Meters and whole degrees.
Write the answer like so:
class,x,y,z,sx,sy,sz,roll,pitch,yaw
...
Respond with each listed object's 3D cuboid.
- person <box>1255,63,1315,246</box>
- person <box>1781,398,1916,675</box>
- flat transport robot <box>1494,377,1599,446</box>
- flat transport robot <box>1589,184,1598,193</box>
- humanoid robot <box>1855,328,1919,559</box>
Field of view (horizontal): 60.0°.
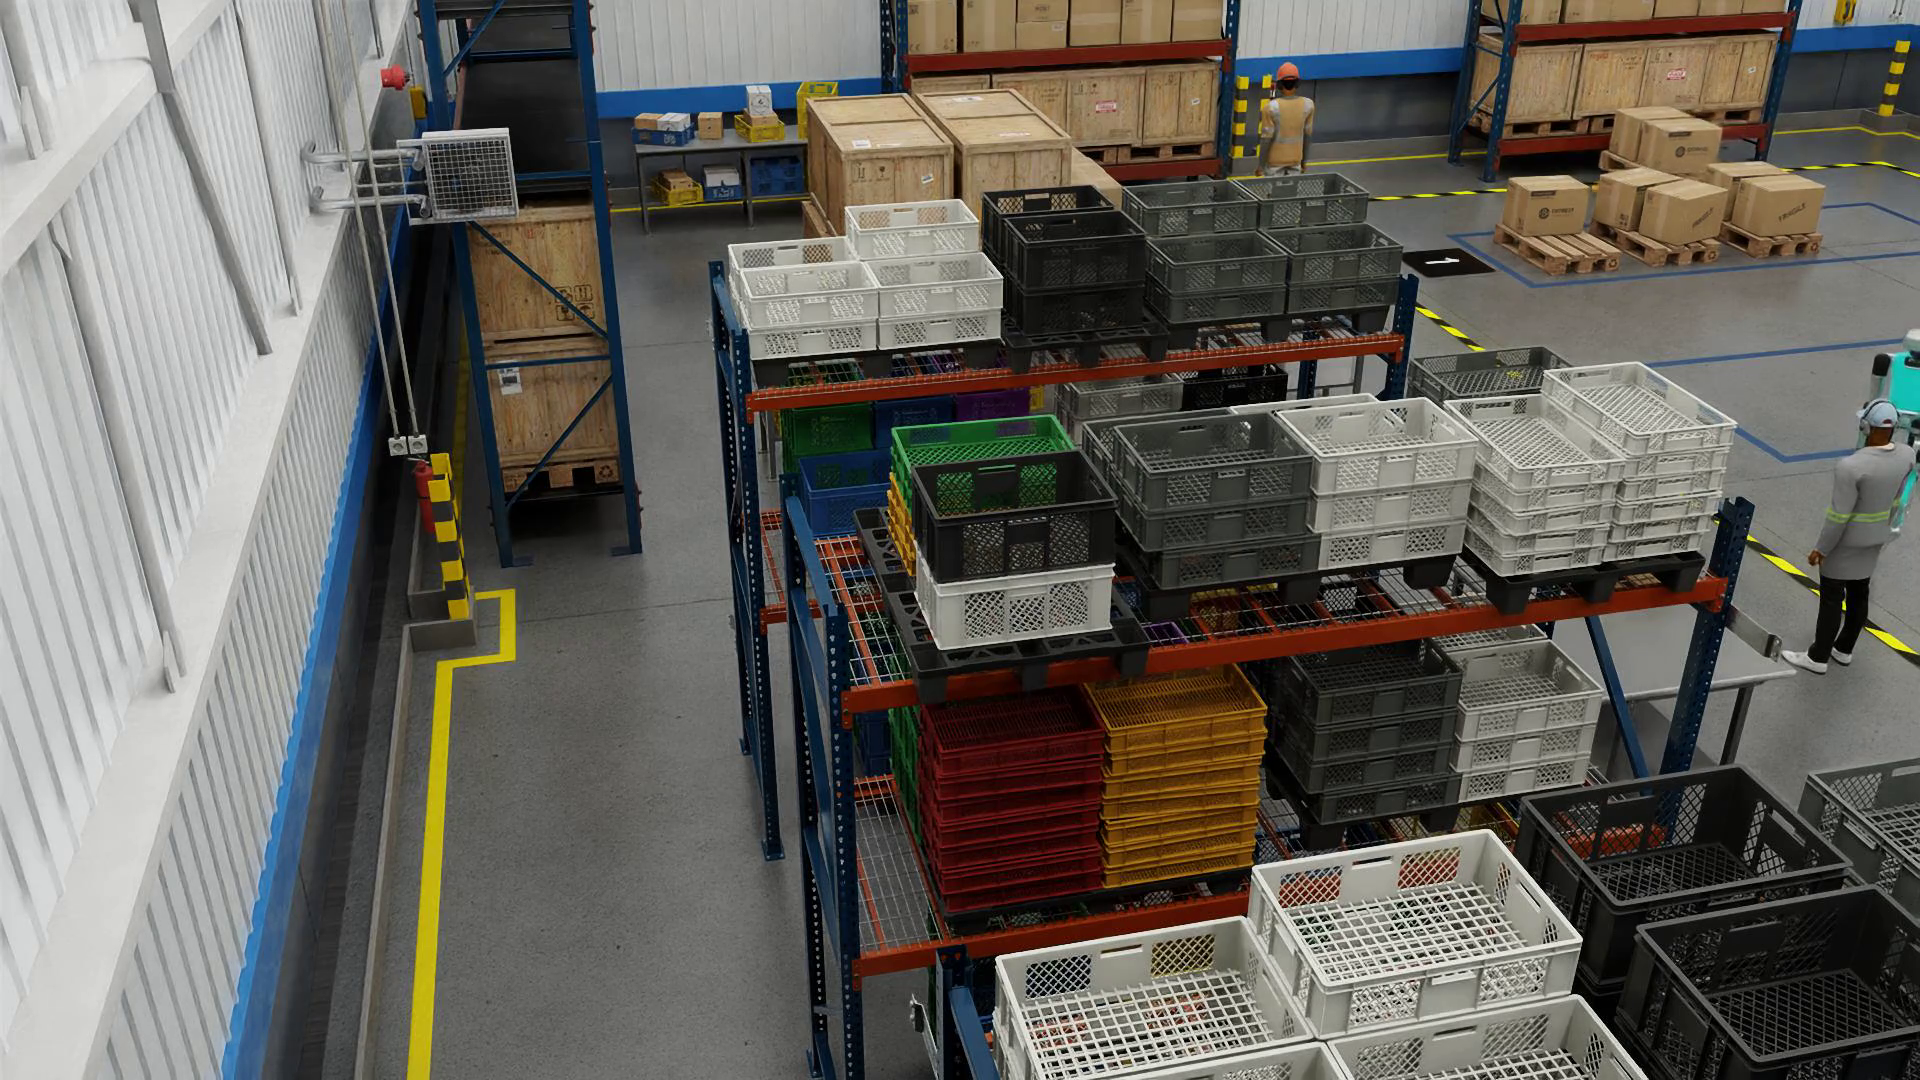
class,x,y,z,sx,sy,sz,roll,pitch,yaw
person,3.474,-4.106,17.948,0.604,2.033,0.388,-8,29,-14
person,5.558,-0.023,10.395,0.586,1.849,0.396,-11,30,-20
flat transport robot,4.780,-1.036,14.013,0.659,0.231,1.431,-6,28,-12
flat transport robot,8.449,-4.284,20.145,1.431,0.197,0.652,-6,28,-12
humanoid robot,6.409,-0.478,11.429,0.552,1.769,1.008,14,31,25
